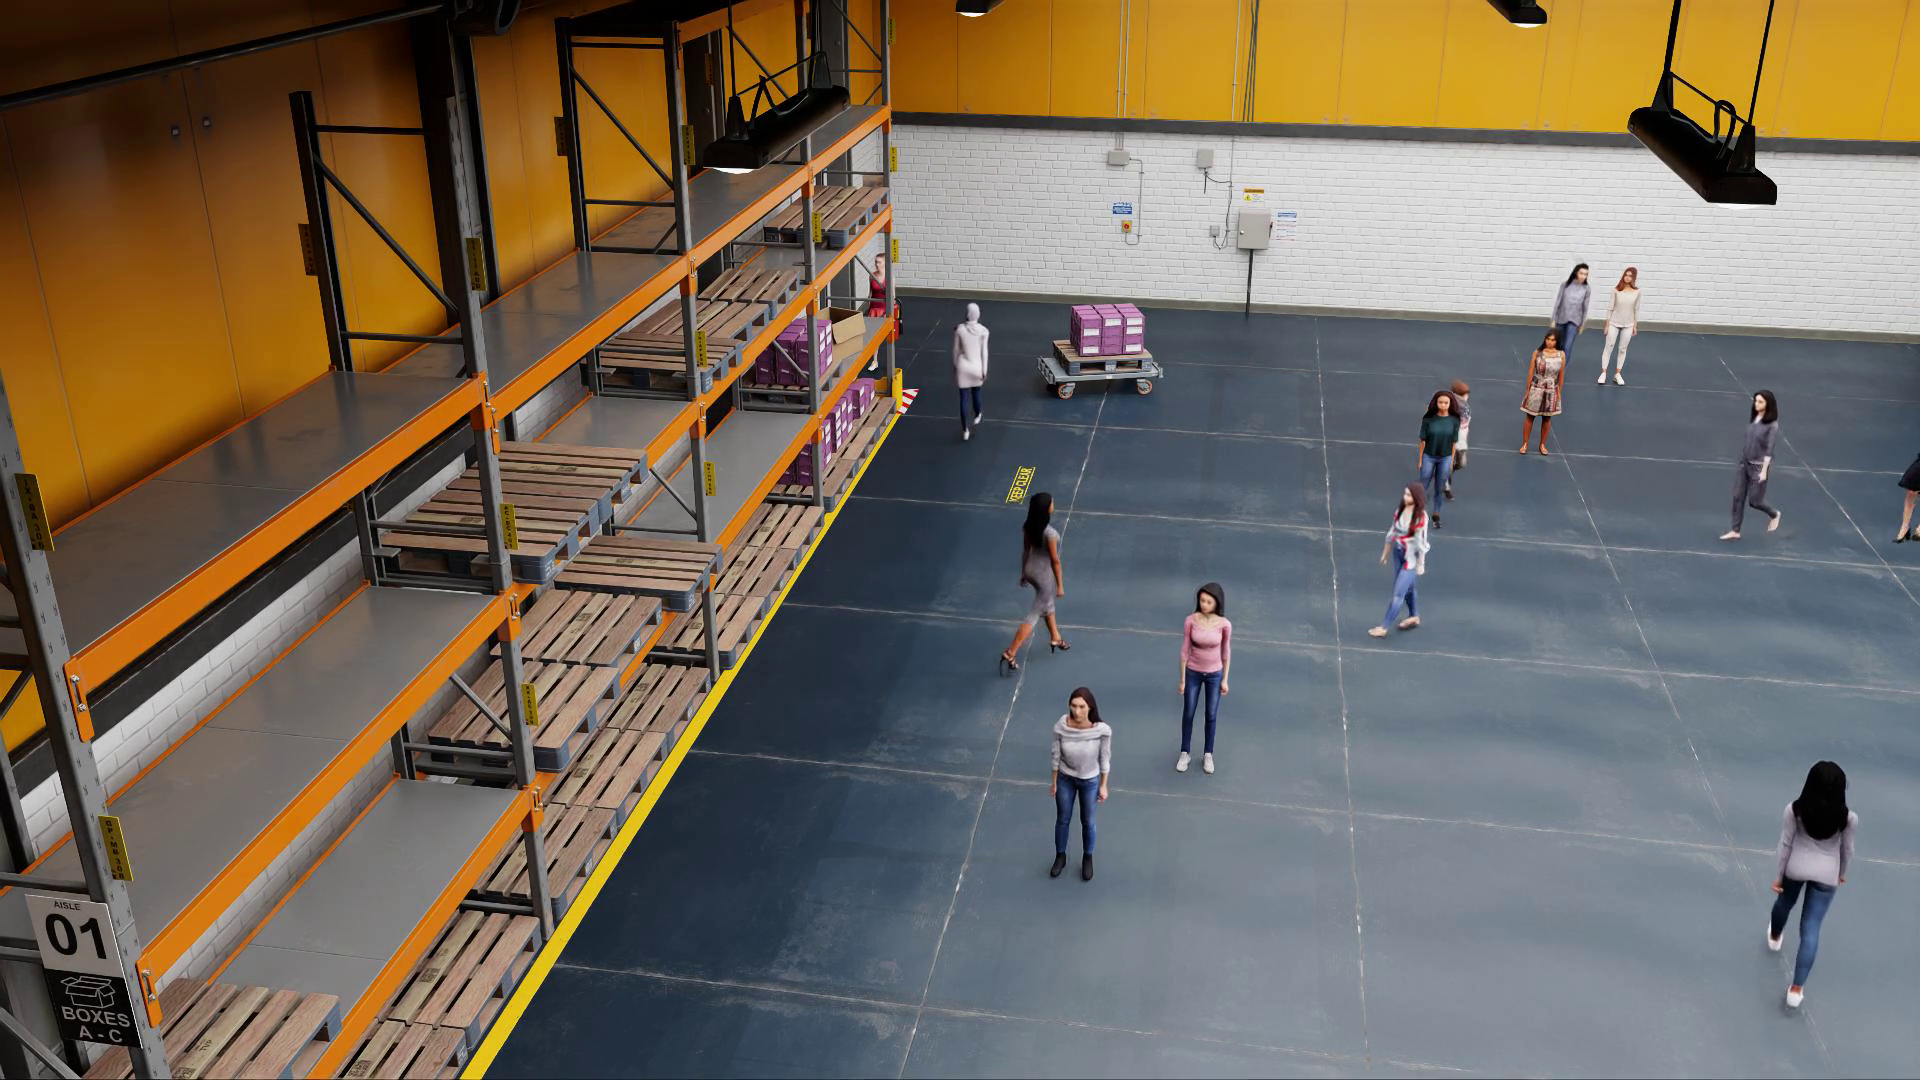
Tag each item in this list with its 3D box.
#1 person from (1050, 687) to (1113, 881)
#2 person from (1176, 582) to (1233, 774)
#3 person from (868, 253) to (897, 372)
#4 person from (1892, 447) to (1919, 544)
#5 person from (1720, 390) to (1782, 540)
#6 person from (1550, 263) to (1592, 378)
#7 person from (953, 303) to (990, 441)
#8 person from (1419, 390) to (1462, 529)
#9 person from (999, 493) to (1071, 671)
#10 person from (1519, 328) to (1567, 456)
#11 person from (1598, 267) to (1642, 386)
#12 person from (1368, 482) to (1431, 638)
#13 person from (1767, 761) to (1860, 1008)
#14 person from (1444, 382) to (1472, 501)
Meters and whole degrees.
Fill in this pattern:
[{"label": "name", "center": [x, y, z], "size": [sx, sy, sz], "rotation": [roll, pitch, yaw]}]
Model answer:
[{"label": "person", "center": [0.895, 1.824, 12.561], "size": [0.597, 1.632, 0.499], "rotation": [5, 24, 11]}, {"label": "person", "center": [2.057, 1.139, 13.991], "size": [0.560, 1.741, 0.496], "rotation": [5, 24, 11]}, {"label": "person", "center": [-1.131, -3.327, 24.198], "size": [0.559, 1.749, 0.519], "rotation": [5, 24, 11]}, {"label": "person", "center": [10.813, -0.791, 18.417], "size": [0.906, 1.732, 0.845], "rotation": [-16, 29, -33]}, {"label": "person", "center": [8.891, -0.810, 18.447], "size": [0.896, 1.744, 0.935], "rotation": [-6, 24, -13]}, {"label": "person", "center": [8.736, -3.146, 23.835], "size": [0.819, 1.708, 1.091], "rotation": [12, 26, 25]}, {"label": "person", "center": [0.116, -2.149, 21.515], "size": [0.690, 1.740, 1.081], "rotation": [2, 24, 4]}, {"label": "person", "center": [5.412, -0.929, 18.878], "size": [0.587, 1.616, 0.575], "rotation": [5, 24, 11]}, {"label": "person", "center": [0.680, 0.428, 15.619], "size": [1.138, 1.739, 1.083], "rotation": [-15, 28, -31]}, {"label": "person", "center": [7.395, -1.895, 21.054], "size": [0.651, 1.643, 0.521], "rotation": [5, 24, 11]}, {"label": "person", "center": [9.394, -3.063, 23.646], "size": [0.583, 1.708, 0.544], "rotation": [5, 24, 11]}, {"label": "person", "center": [4.474, 0.179, 16.383], "size": [0.994, 1.584, 1.000], "rotation": [-11, 26, -23]}, {"label": "person", "center": [5.768, 2.353, 11.284], "size": [0.870, 1.685, 1.251], "rotation": [11, 26, 24]}, {"label": "person", "center": [5.837, -1.204, 19.740], "size": [0.671, 1.430, 0.786], "rotation": [-6, 24, -13]}]
